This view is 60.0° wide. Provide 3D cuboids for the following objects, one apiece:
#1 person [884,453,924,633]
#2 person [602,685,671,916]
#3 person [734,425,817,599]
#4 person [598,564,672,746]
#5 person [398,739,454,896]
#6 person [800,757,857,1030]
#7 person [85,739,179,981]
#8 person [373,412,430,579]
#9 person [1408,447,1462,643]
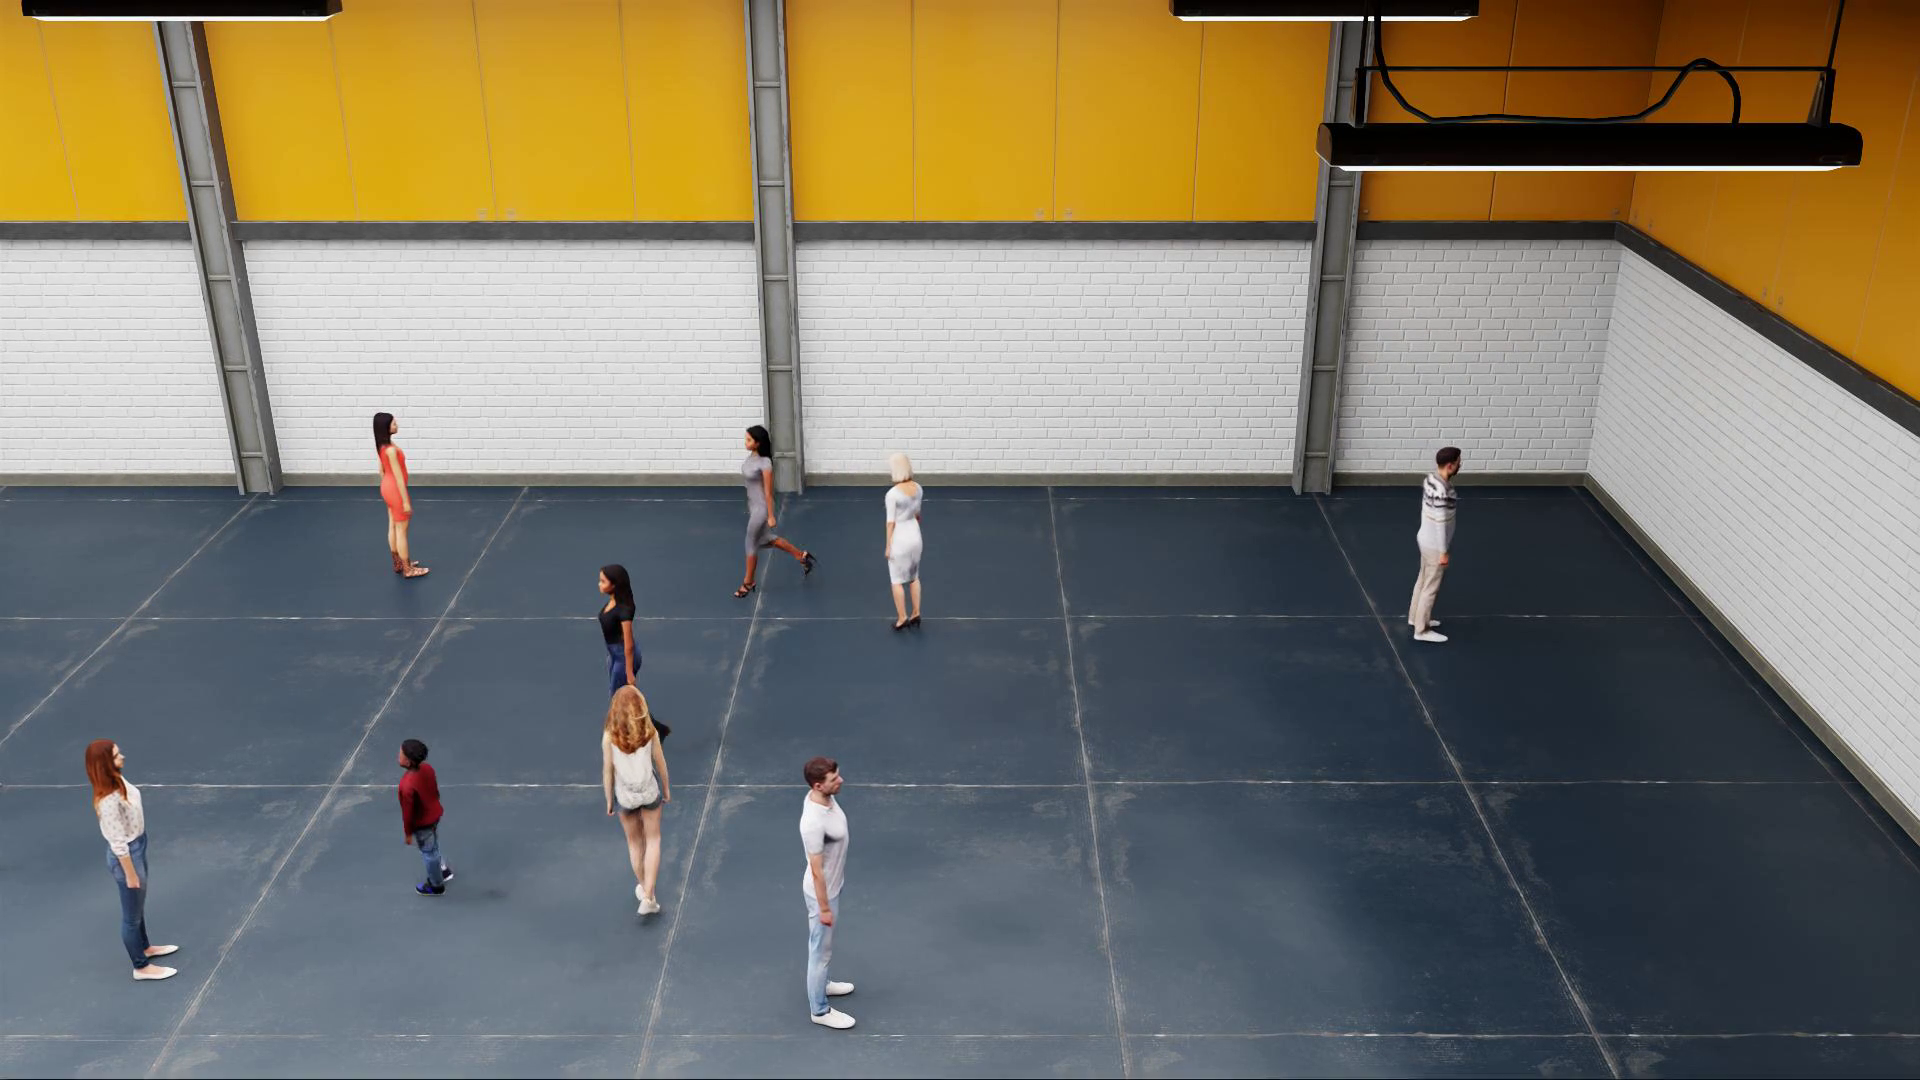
[{"bbox_3d":[-0.502,0.041,15.434,0.675,1.732,0.741,-20,30,-38],"label":"person"},{"bbox_3d":[-2.208,1.800,11.386,0.729,1.752,0.755,-5,24,-12],"label":"person"},{"bbox_3d":[-1.837,-0.277,16.141,1.155,1.750,0.892,-10,25,-21],"label":"person"},{"bbox_3d":[-2.607,0.978,13.300,0.837,1.726,0.708,-9,25,-19],"label":"person"},{"bbox_3d":[-3.705,1.950,11.671,0.531,1.249,0.545,5,24,11],"label":"person"},{"bbox_3d":[-0.860,2.171,10.414,0.522,1.851,0.642,0,24,-1],"label":"person"},{"bbox_3d":[-5.428,2.058,10.826,0.606,1.728,0.632,-8,25,-17],"label":"person"},{"bbox_3d":[-5.637,-0.456,16.590,0.707,1.718,0.671,-17,29,-34],"label":"person"},{"bbox_3d":[4.359,0.011,15.348,0.608,1.857,0.708,3,24,7],"label":"person"}]
